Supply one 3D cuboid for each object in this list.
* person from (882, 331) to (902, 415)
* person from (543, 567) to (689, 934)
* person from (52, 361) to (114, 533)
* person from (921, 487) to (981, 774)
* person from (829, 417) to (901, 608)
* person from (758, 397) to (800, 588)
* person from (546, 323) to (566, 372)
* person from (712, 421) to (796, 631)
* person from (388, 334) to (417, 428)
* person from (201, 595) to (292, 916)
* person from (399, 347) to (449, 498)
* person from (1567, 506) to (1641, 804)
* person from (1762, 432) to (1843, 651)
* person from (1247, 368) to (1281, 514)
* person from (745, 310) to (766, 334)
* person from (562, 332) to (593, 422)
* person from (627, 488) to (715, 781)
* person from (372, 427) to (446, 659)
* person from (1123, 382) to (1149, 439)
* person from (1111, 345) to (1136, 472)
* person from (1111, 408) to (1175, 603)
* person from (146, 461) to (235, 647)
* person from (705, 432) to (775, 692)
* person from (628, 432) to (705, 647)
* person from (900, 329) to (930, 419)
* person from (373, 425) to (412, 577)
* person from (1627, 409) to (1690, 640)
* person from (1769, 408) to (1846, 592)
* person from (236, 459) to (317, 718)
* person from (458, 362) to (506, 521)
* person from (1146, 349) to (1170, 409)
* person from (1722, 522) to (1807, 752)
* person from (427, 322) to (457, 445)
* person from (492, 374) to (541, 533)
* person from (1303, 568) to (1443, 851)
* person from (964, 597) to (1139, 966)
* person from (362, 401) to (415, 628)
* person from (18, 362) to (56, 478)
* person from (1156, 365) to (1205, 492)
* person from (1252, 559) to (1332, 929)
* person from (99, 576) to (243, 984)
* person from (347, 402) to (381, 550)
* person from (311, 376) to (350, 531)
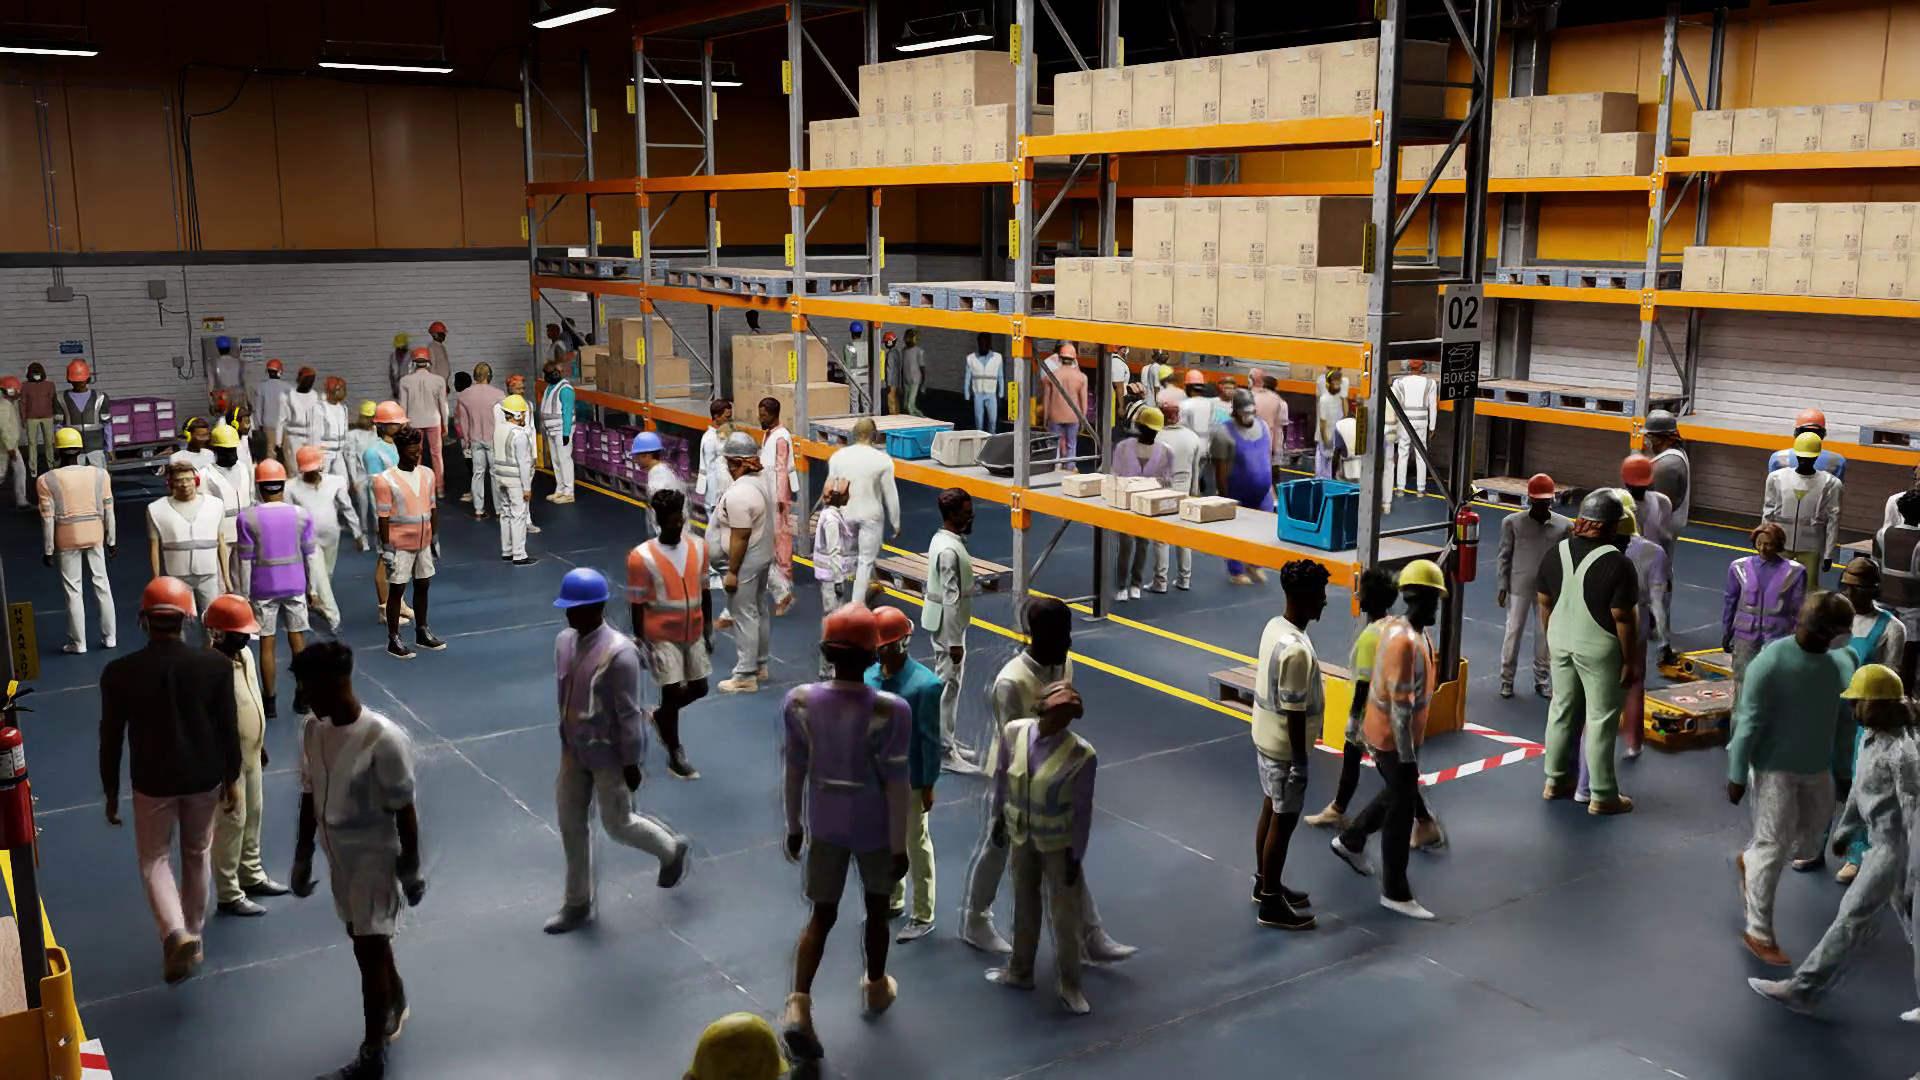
[{"bbox_3d":[-1.172,-2.682,28.351,0.354,1.738,0.578,2,11,9],"label":"person"},{"bbox_3d":[-1.831,1.064,8.719,0.610,1.925,0.790,9,14,38],"label":"person"},{"bbox_3d":[-10.189,-1.074,19.367,0.605,2.034,0.388,-6,13,-28],"label":"person"},{"bbox_3d":[-0.067,0.595,11.119,0.392,1.920,0.588,-1,11,-4],"label":"person"},{"bbox_3d":[-0.848,-0.194,15.279,0.656,1.867,1.037,5,12,23],"label":"person"},{"bbox_3d":[-1.824,-0.479,16.654,0.405,1.909,0.597,-4,12,-18],"label":"person"},{"bbox_3d":[-6.950,-2.828,28.826,0.373,1.843,0.571,-4,12,-19],"label":"person"},{"bbox_3d":[-1.896,-0.159,15.079,0.954,1.890,0.645,-8,14,-37],"label":"person"},{"bbox_3d":[-9.093,-2.505,27.349,0.616,1.780,0.585,4,12,17],"label":"person"},{"bbox_3d":[-3.827,1.135,8.828,0.354,1.737,0.576,0,11,0],"label":"person"},{"bbox_3d":[-7.028,-1.533,21.849,0.616,1.986,0.407,-3,12,-17],"label":"person"},{"bbox_3d":[4.031,0.721,10.495,0.395,1.913,0.592,-3,11,-15],"label":"person"},{"bbox_3d":[7.033,0.042,13.959,0.586,1.918,0.395,8,13,34],"label":"person"},{"bbox_3d":[3.554,-1.114,19.953,0.647,1.891,0.467,-7,13,-34],"label":"person"},{"bbox_3d":[-3.809,-3.310,31.001,0.377,1.959,0.603,1,11,7],"label":"person"},{"bbox_3d":[-5.952,-2.311,26.086,0.778,1.888,0.622,-7,13,-30],"label":"person"},{"bbox_3d":[-1.926,0.595,11.043,0.624,1.944,0.609,-10,15,-41],"label":"person"},{"bbox_3d":[-4.634,0.013,14.012,0.385,1.957,0.603,6,13,30],"label":"person"},{"bbox_3d":[2.212,-1.159,20.838,0.313,1.634,0.514,-4,12,-18],"label":"person"},{"bbox_3d":[2.311,-2.003,24.102,0.535,2.000,0.681,-1,11,-7],"label":"person"},{"bbox_3d":[1.738,-0.331,15.942,0.621,1.884,0.656,1,11,5],"label":"person"},{"bbox_3d":[-5.929,0.308,12.857,0.597,1.854,0.501,-9,14,-37],"label":"person"},{"bbox_3d":[-1.731,0.161,13.027,0.538,2.000,0.684,2,11,10],"label":"person"},{"bbox_3d":[-2.459,0.034,14.109,0.712,1.900,0.615,-1,11,-7],"label":"person"},{"bbox_3d":[-0.757,-2.602,27.662,0.698,1.850,0.551,-11,15,-43],"label":"person"},{"bbox_3d":[-5.801,-0.471,17.068,0.356,1.734,0.483,-9,14,-39],"label":"person"},{"bbox_3d":[6.096,-0.149,14.613,0.535,2.000,0.679,6,12,27],"label":"person"},{"bbox_3d":[7.386,-0.141,14.604,0.609,2.035,0.418,5,12,23],"label":"person"},{"bbox_3d":[-5.054,0.358,12.335,0.550,1.923,0.391,-8,14,-35],"label":"person"},{"bbox_3d":[-5.745,-1.185,20.181,0.628,1.940,0.373,2,11,10],"label":"person"},{"bbox_3d":[2.894,-1.945,24.342,0.346,1.840,0.502,0,11,0],"label":"person"},{"bbox_3d":[5.513,0.679,11.434,0.523,1.631,0.313,8,13,35],"label":"person"},{"bbox_3d":[-8.429,-2.538,26.957,0.375,1.995,0.610,0,11,-1],"label":"person"},{"bbox_3d":[-5.147,-0.986,19.315,0.353,1.879,0.576,7,13,32],"label":"person"},{"bbox_3d":[2.485,0.989,9.777,0.851,1.660,0.539,6,12,27],"label":"person"},{"bbox_3d":[0.421,1.200,8.159,1.016,1.860,0.621,9,14,38],"label":"person"},{"bbox_3d":[-5.123,-0.241,15.075,0.379,2.045,0.605,2,11,9],"label":"person"},{"bbox_3d":[-13.092,-1.712,23.658,0.498,1.633,0.282,-9,14,-39],"label":"person"},{"bbox_3d":[2.899,-1.448,22.091,0.542,1.723,0.782,-7,13,-32],"label":"person"},{"bbox_3d":[1.720,1.052,8.698,0.376,1.958,0.599,0,11,-1],"label":"person"},{"bbox_3d":[-3.796,1.173,8.055,0.622,1.963,0.743,-6,13,-30],"label":"person"},{"bbox_3d":[-6.454,-0.679,18.228,0.487,1.696,0.911,-7,13,-30],"label":"person"},{"bbox_3d":[-7.321,-0.964,19.299,0.379,1.850,0.646,4,12,20],"label":"person"}]
